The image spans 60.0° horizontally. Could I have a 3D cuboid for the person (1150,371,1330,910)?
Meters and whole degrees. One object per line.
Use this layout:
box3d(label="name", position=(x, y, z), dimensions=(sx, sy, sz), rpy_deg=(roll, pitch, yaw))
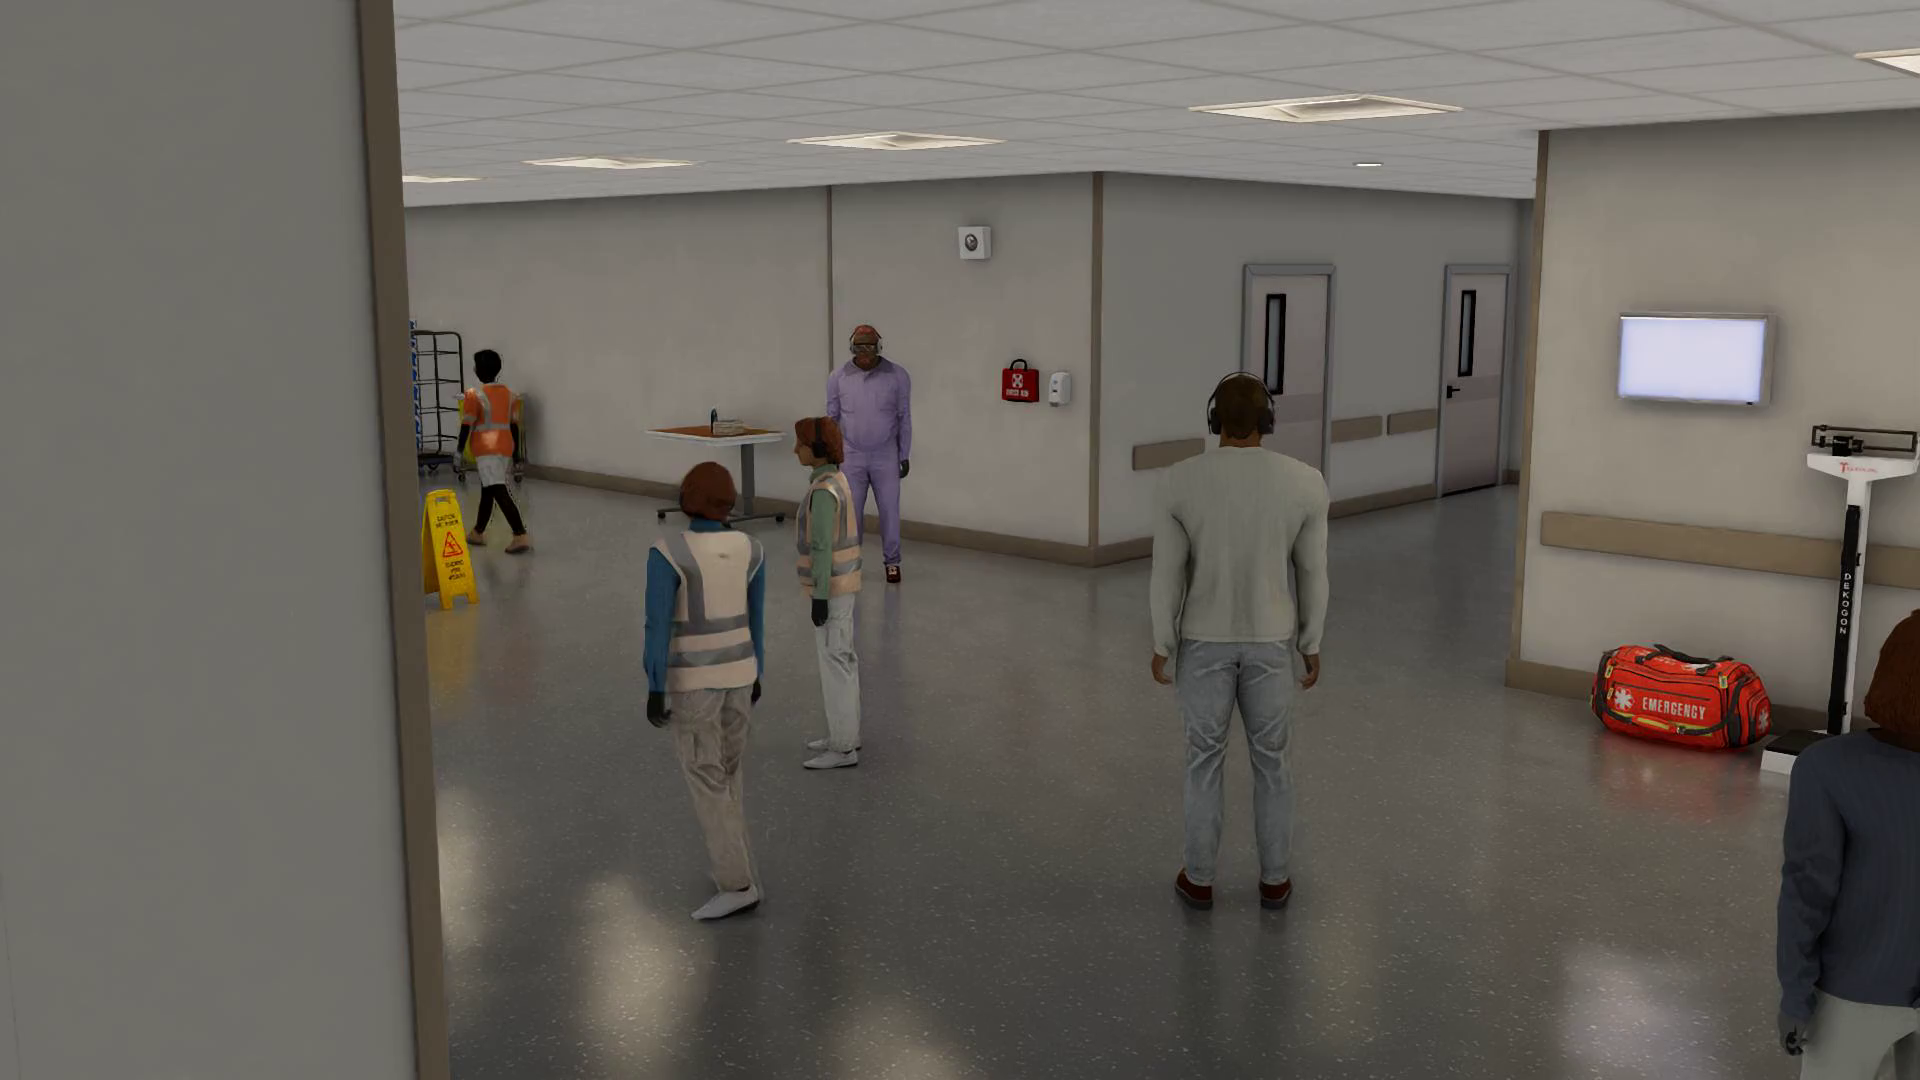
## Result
box3d(label="person", position=(0.992, 0.370, 5.959), dimensions=(0.635, 1.936, 0.351), rpy_deg=(0, 9, 2))

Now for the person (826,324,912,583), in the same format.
box3d(label="person", position=(-0.672, -0.627, 12.204), dimensions=(0.634, 1.899, 0.404), rpy_deg=(0, 9, 1))

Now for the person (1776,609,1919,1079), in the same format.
box3d(label="person", position=(1.915, 0.941, 3.381), dimensions=(0.500, 1.636, 0.282), rpy_deg=(1, 9, 5))

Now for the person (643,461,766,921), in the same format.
box3d(label="person", position=(-0.875, 0.530, 5.995), dimensions=(0.446, 1.615, 0.553), rpy_deg=(8, 12, 41))

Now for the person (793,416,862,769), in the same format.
box3d(label="person", position=(-0.611, 0.239, 7.713), dimensions=(0.318, 1.630, 0.514), rpy_deg=(0, 9, 0))

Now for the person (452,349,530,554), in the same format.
box3d(label="person", position=(-3.818, -0.721, 13.537), dimensions=(0.889, 1.648, 0.536), rpy_deg=(4, 10, 24))
